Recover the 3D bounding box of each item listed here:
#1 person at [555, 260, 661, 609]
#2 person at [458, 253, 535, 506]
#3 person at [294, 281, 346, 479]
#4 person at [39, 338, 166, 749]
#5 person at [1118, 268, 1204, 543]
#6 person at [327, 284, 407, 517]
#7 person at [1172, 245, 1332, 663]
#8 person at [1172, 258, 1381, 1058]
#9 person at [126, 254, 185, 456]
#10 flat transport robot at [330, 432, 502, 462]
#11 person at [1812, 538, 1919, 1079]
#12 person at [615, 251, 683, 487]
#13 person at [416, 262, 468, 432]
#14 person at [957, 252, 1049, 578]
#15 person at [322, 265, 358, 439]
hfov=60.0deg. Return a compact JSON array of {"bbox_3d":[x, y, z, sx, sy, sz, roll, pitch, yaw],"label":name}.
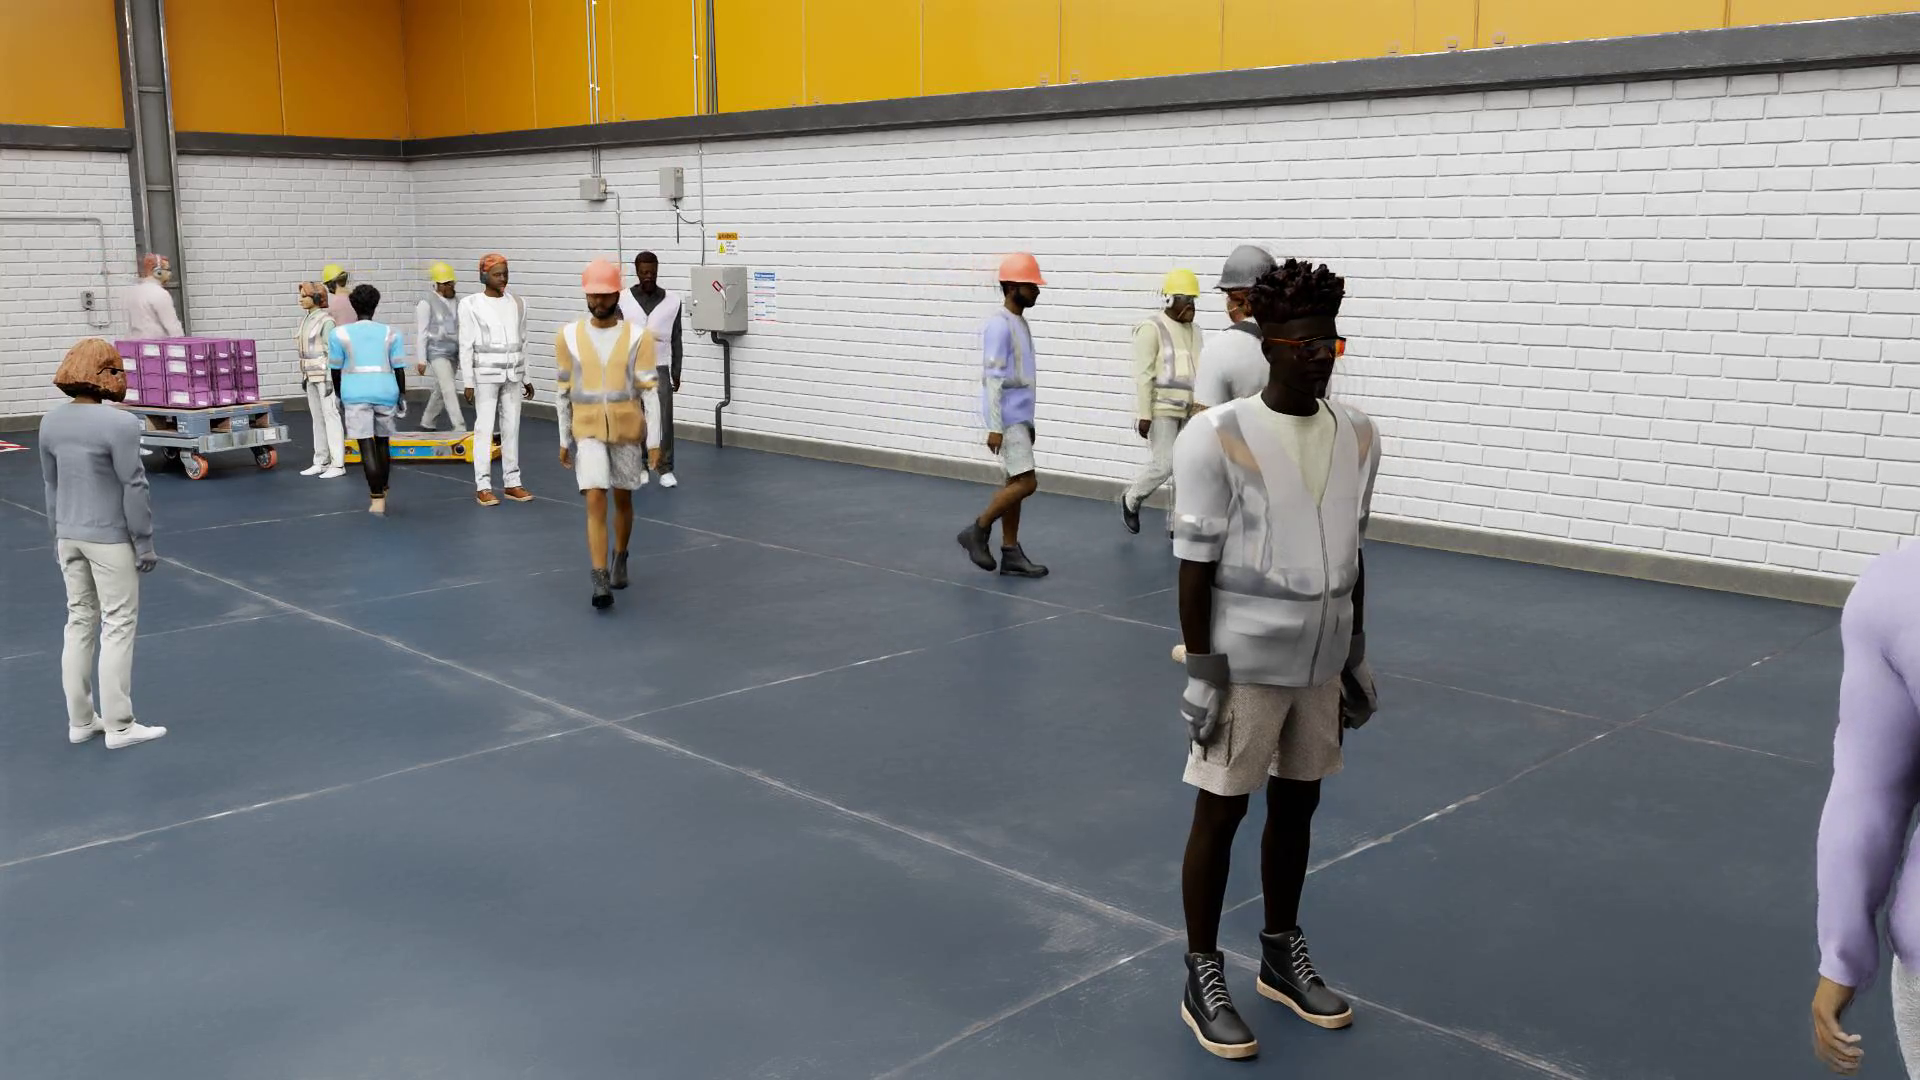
[{"bbox_3d":[-1.940,-0.593,9.195,0.563,1.883,1.017,-2,11,-10],"label":"person"},{"bbox_3d":[-3.488,-1.207,12.556,0.341,1.880,0.587,10,14,42],"label":"person"},{"bbox_3d":[-5.357,-1.336,13.920,0.512,1.642,0.312,10,14,43],"label":"person"},{"bbox_3d":[-3.424,0.014,6.627,0.497,1.624,0.309,4,11,22],"label":"person"},{"bbox_3d":[1.345,-0.862,10.852,0.607,1.814,0.541,-9,14,-40],"label":"person"},{"bbox_3d":[-4.336,-1.027,12.154,0.530,1.658,0.751,-7,12,-32],"label":"person"},{"bbox_3d":[1.326,-0.335,7.369,0.683,2.000,1.019,-8,13,-38],"label":"person"},{"bbox_3d":[0.797,0.290,4.165,0.608,1.966,0.374,-5,12,-27],"label":"person"},{"bbox_3d":[-7.417,-1.712,15.407,0.977,1.850,0.628,-9,14,-40],"label":"person"},{"bbox_3d":[-4.869,-0.842,14.967,1.431,0.197,0.652,0,10,-2],"label":"flat transport robot"},{"bbox_3d":[1.627,0.647,2.475,0.650,1.887,1.032,8,13,38],"label":"person"},{"bbox_3d":[-2.503,-1.353,13.359,0.596,1.886,0.852,-3,11,-15],"label":"person"},{"bbox_3d":[-5.029,-1.814,16.195,0.888,1.781,0.626,4,11,22],"label":"person"},{"bbox_3d":[0.296,-0.720,9.781,0.453,1.924,0.568,3,11,16],"label":"person"},{"bbox_3d":[-6.163,-1.850,16.498,0.752,1.726,0.523,8,13,36],"label":"person"}]
